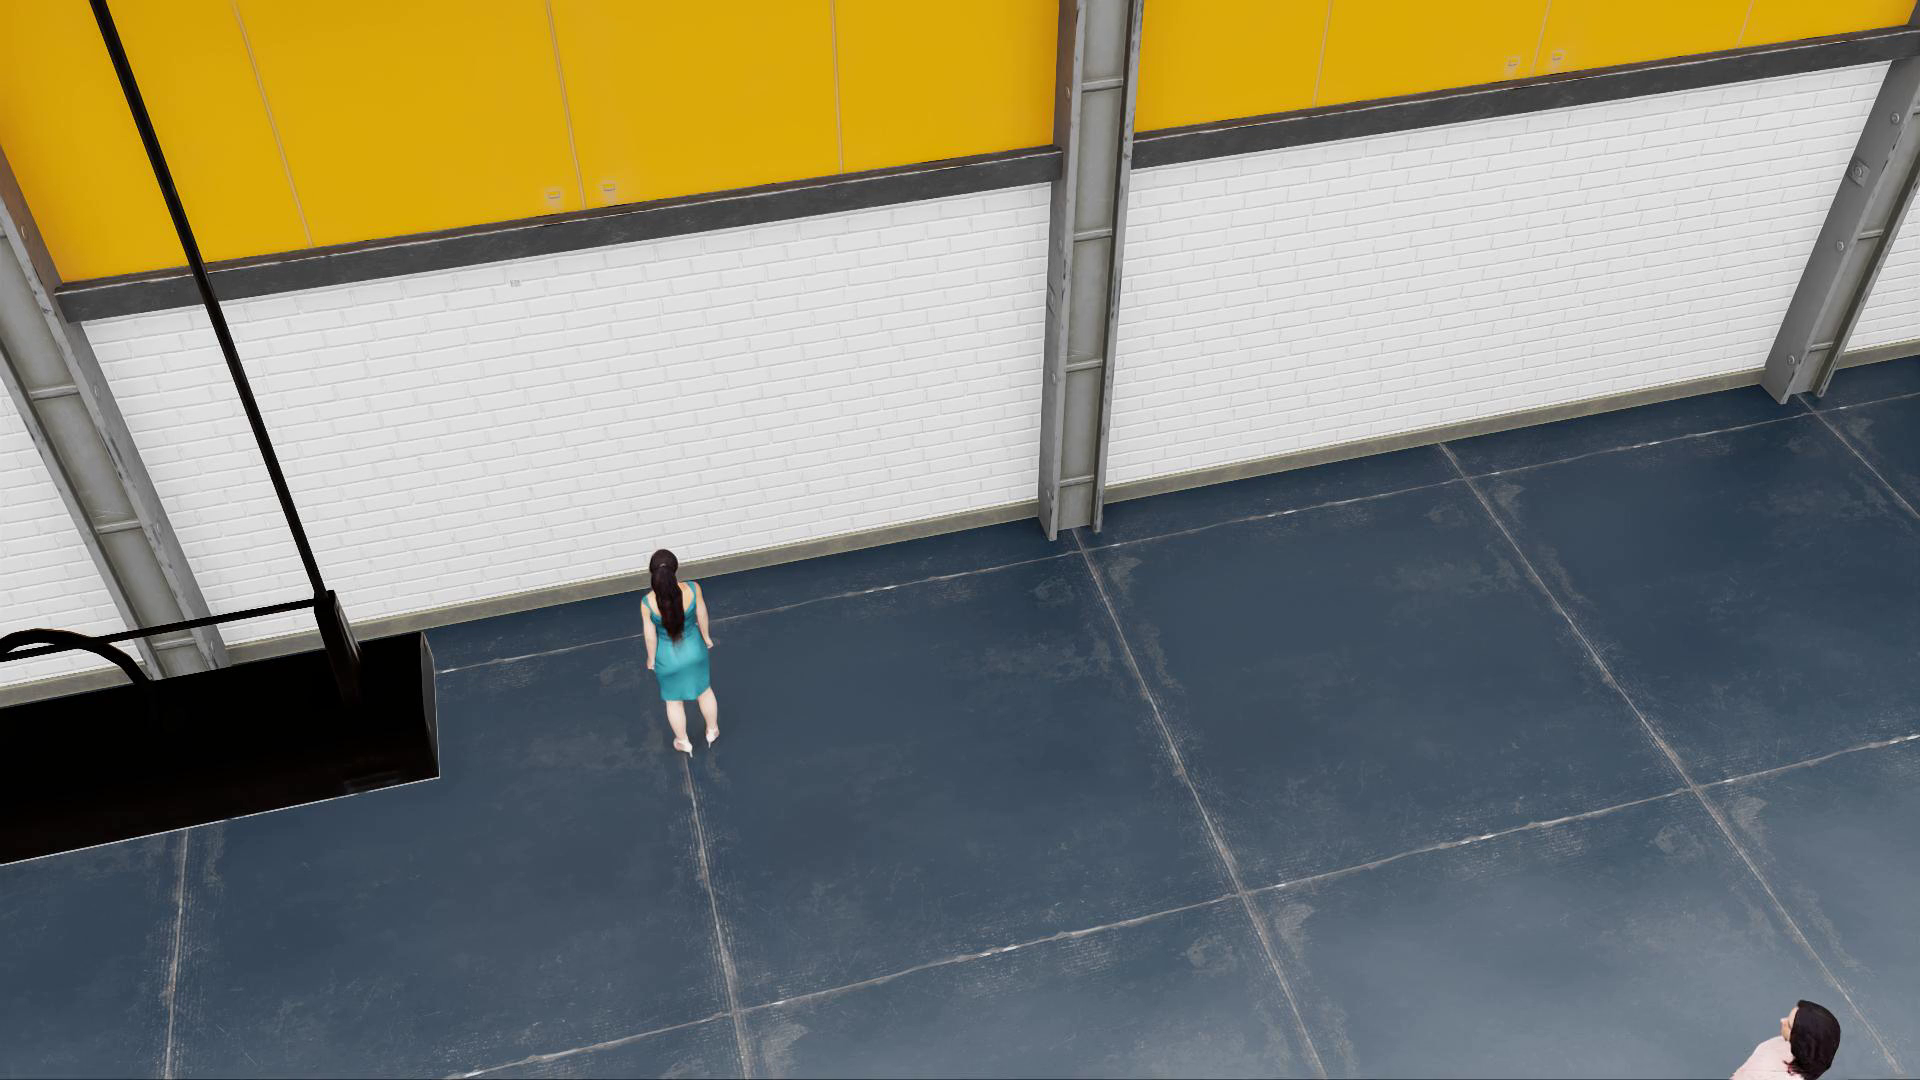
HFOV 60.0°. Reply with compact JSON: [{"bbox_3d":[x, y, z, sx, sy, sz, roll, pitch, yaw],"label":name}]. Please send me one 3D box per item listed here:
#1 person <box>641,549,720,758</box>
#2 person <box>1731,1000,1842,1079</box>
[{"bbox_3d":[-1.686,0.681,9.982,0.471,1.686,0.654,-18,47,-18],"label":"person"},{"bbox_3d":[3.798,2.762,7.765,1.167,1.731,1.136,23,48,22],"label":"person"}]
